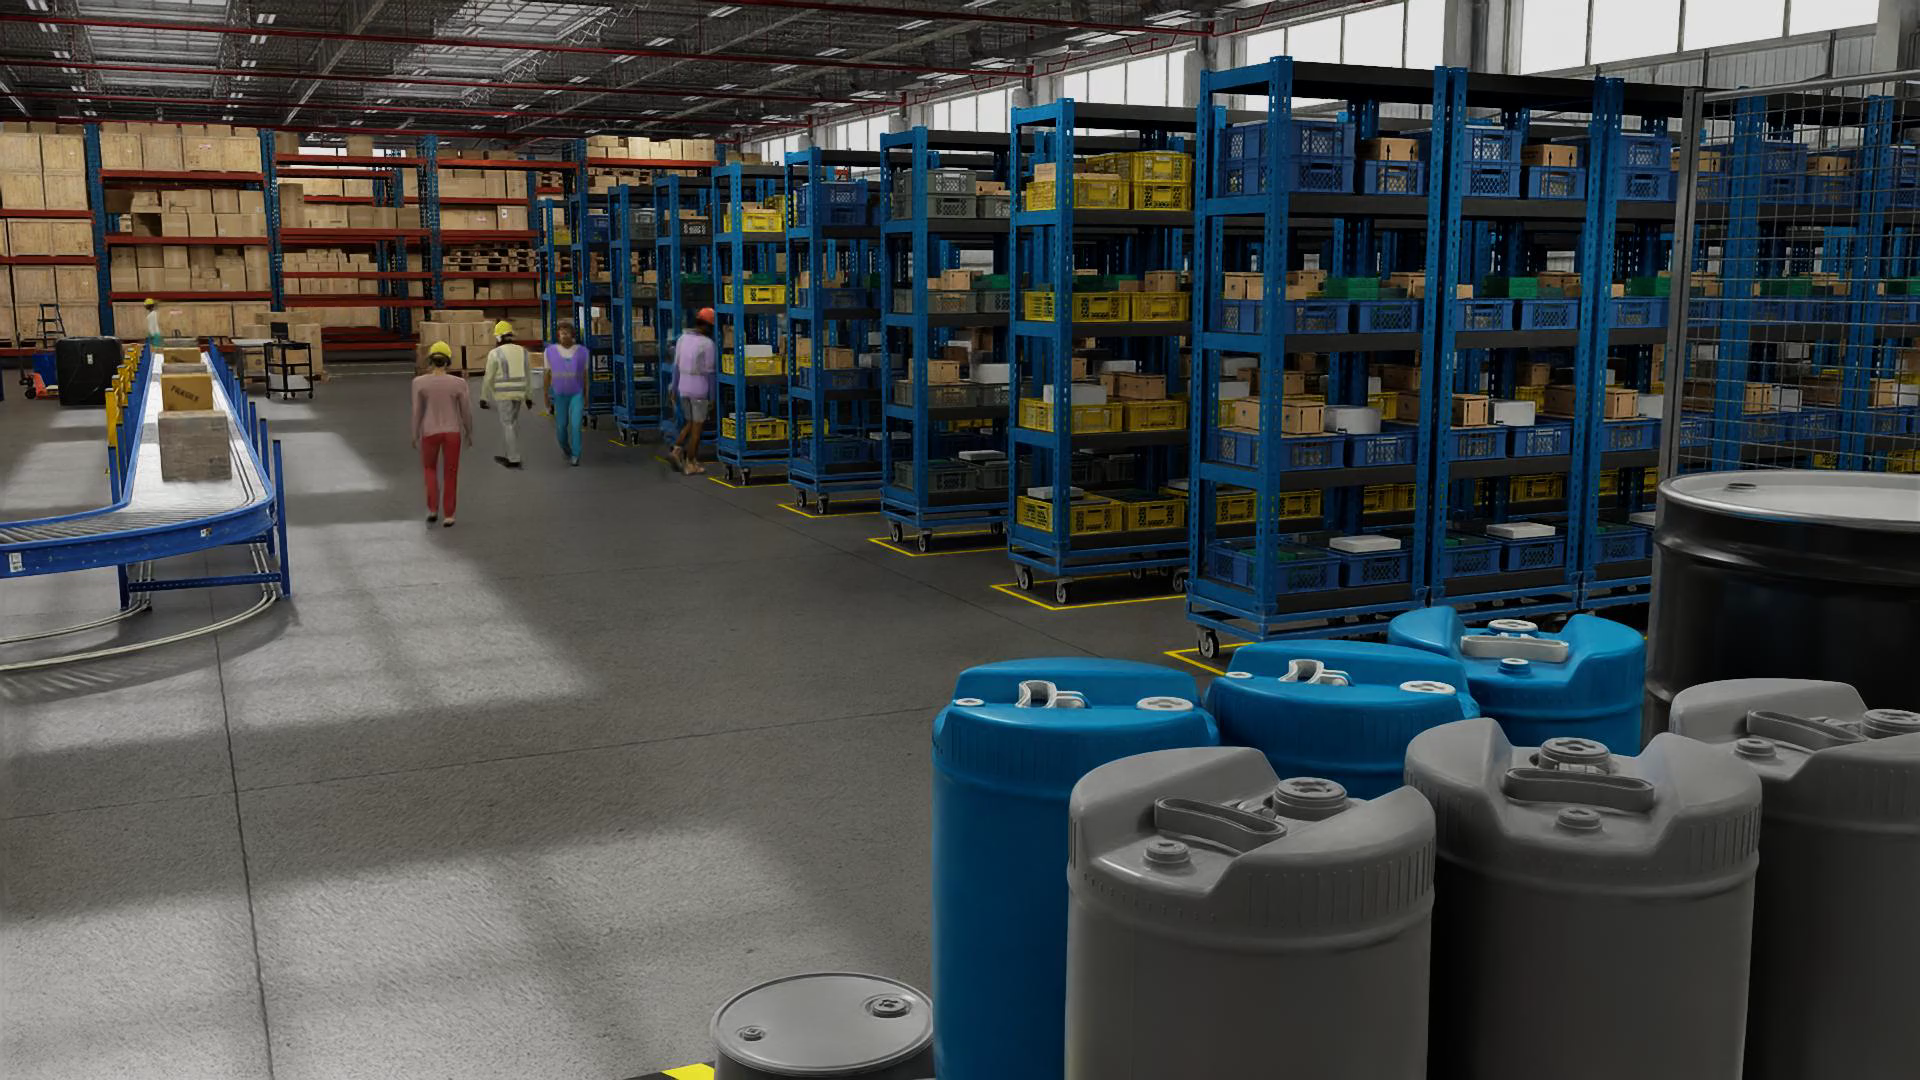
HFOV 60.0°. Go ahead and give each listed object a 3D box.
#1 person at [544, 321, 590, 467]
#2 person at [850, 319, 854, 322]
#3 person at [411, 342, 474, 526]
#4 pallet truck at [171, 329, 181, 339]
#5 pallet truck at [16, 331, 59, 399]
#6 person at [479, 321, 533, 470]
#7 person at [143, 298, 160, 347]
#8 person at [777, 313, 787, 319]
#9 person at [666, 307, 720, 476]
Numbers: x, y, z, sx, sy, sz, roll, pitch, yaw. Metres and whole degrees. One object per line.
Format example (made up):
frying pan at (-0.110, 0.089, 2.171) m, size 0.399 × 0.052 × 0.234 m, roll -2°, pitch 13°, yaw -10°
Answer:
person at (-4.920, -1.849, 20.865) m, size 0.579 × 1.819 × 0.772 m, roll -2°, pitch 9°, yaw -13°
person at (-3.381, -7.172, 53.530) m, size 0.426 × 1.934 × 0.632 m, roll -9°, pitch 13°, yaw -43°
person at (-4.943, -1.020, 15.911) m, size 0.560 × 1.739 × 0.700 m, roll -2°, pitch 9°, yaw -15°
pallet truck at (-17.275, -3.851, 35.096) m, size 1.601 × 1.201 × 0.680 m, roll 0°, pitch 9°, yaw 1°
pallet truck at (-17.082, -3.353, 31.781) m, size 1.630 × 1.274 × 0.653 m, roll -4°, pitch 10°, yaw -25°
person at (-5.616, -1.769, 20.373) m, size 0.757 × 1.804 × 0.601 m, roll 6°, pitch 11°, yaw 34°
person at (-20.184, -5.146, 41.477) m, size 0.449 × 1.751 × 0.546 m, roll -6°, pitch 11°, yaw -31°
person at (-4.421, -5.239, 42.472) m, size 0.518 × 1.627 × 0.435 m, roll 2°, pitch 9°, yaw 14°
person at (-3.100, -1.741, 19.628) m, size 0.674 × 1.995 × 0.563 m, roll 6°, pitch 11°, yaw 34°
